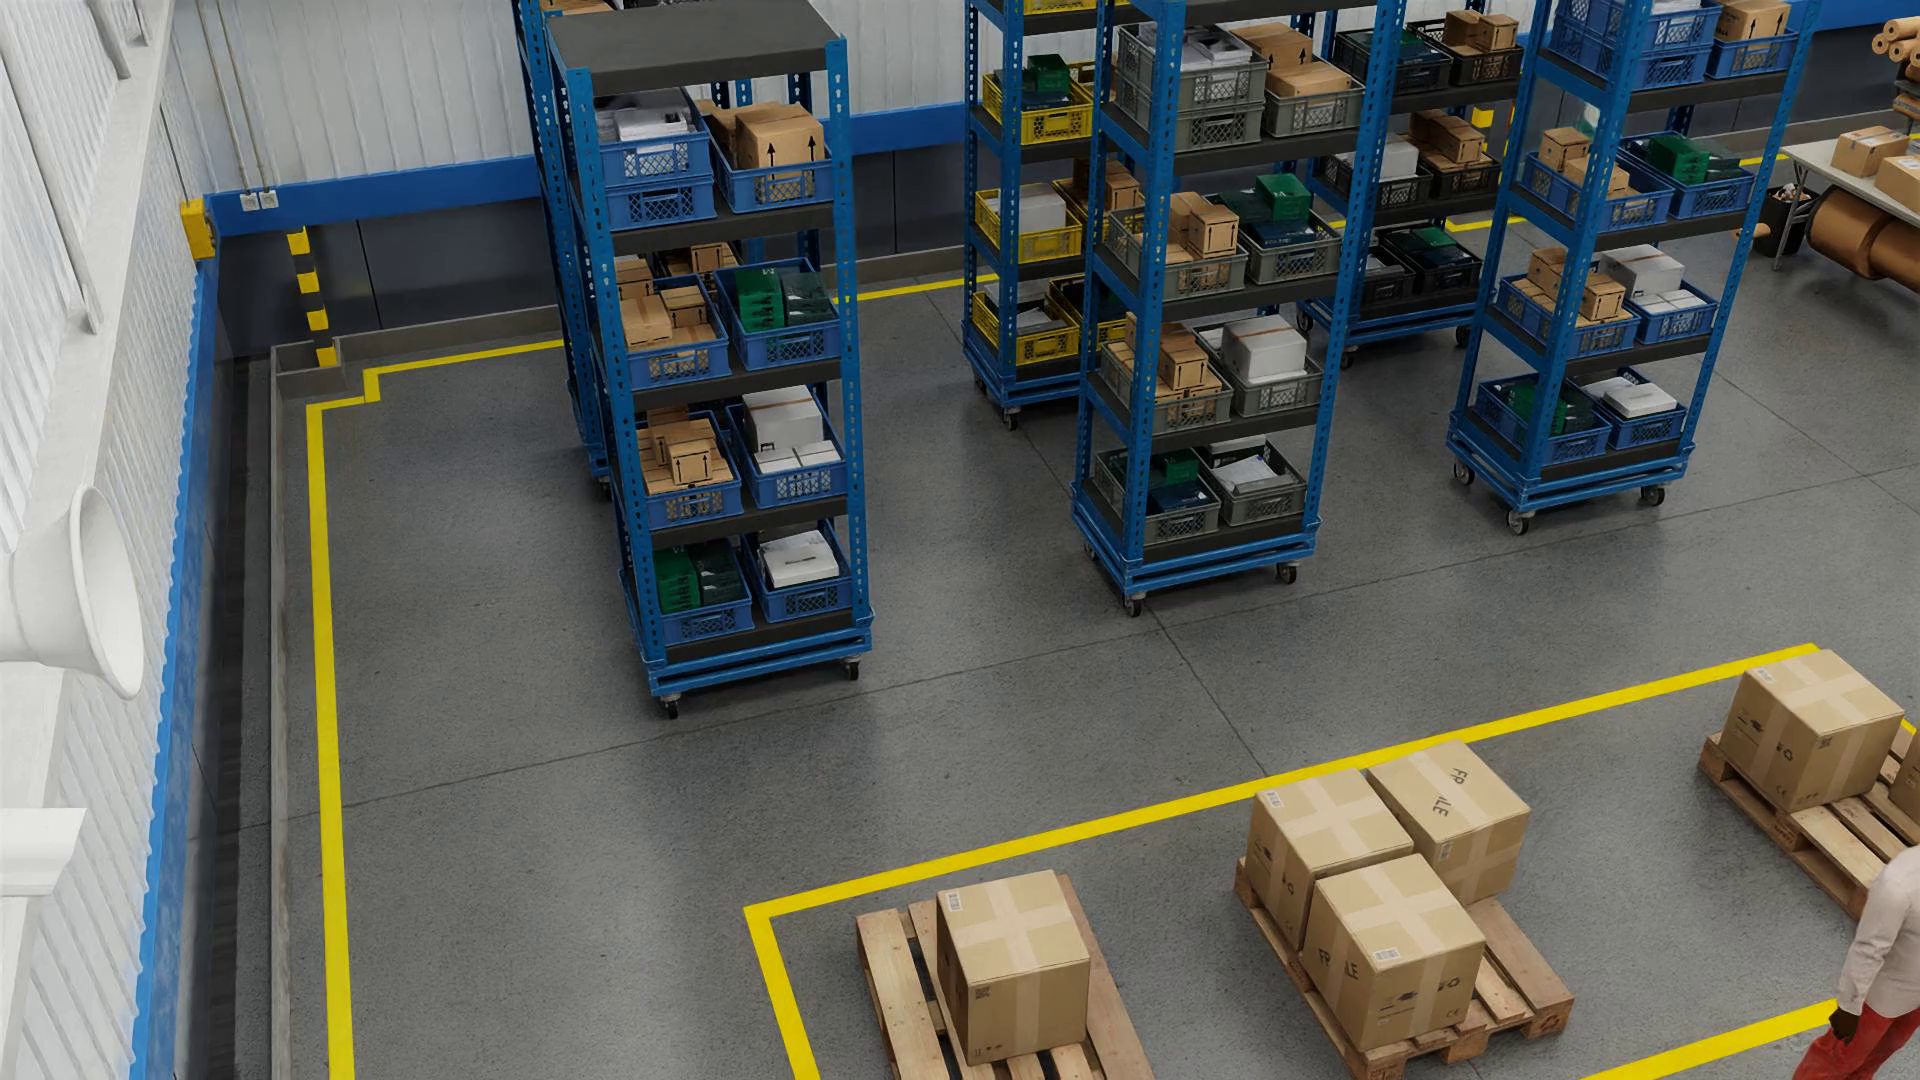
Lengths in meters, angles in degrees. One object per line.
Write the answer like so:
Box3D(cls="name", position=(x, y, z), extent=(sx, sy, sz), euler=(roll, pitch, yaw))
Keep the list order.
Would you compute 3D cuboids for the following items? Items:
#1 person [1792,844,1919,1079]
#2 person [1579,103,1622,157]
Box3D(cls="person", position=(3.518, 1.651, 6.218), extent=(0.620, 1.993, 0.379), euler=(-15, 38, -20))
Box3D(cls="person", position=(5.204, -3.428, 13.636), extent=(0.771, 1.735, 0.523), euler=(-7, 36, -9))
